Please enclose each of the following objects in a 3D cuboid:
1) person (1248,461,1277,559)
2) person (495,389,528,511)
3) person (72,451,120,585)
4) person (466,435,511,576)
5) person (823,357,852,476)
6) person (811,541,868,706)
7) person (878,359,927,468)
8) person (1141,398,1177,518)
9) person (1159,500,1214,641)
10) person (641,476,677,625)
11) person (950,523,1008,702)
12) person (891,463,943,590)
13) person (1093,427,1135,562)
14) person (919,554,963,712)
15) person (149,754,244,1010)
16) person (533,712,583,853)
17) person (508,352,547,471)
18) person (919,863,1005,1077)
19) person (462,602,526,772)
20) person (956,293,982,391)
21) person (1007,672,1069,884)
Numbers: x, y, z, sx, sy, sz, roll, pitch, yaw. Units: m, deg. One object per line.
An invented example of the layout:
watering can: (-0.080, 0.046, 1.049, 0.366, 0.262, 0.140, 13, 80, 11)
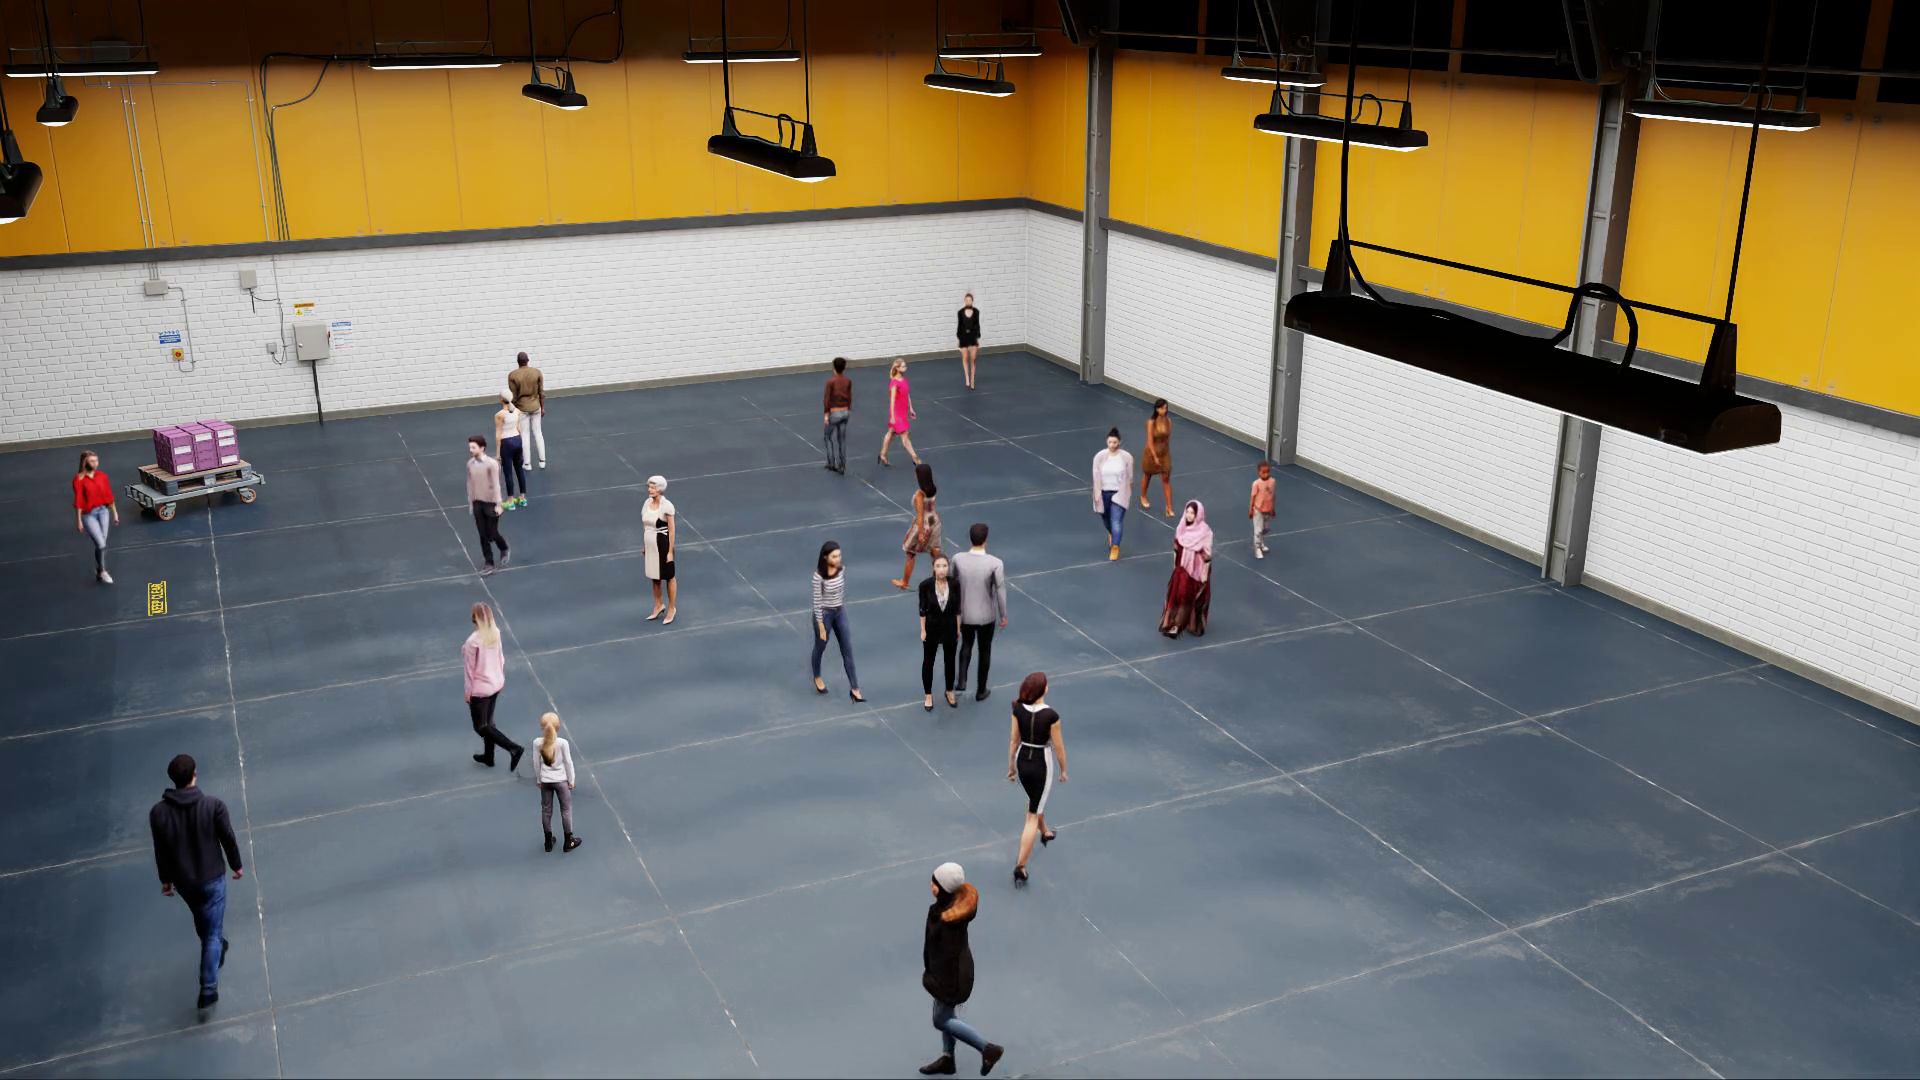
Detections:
person: (3.903, -0.422, 21.549, 0.590, 1.289, 0.761, -5, 19, -16)
person: (-6.331, -1.291, 23.482, 0.696, 1.703, 0.684, 13, 22, 33)
person: (-10.716, -0.285, 20.514, 0.803, 1.690, 0.764, 10, 21, 28)
person: (-5.895, -0.456, 20.859, 0.866, 1.795, 0.922, 7, 20, 21)
person: (-1.780, -1.835, 25.018, 0.740, 1.753, 0.733, -14, 23, -35)
person: (-1.400, 0.828, 17.127, 1.154, 1.742, 0.849, 17, 25, 41)
person: (-1.013, -1.919, 25.375, 1.084, 1.684, 1.022, 7, 20, 19)
person: (2.684, -1.153, 23.174, 0.587, 1.637, 1.049, -7, 20, -21)
person: (2.661, 0.309, 18.839, 1.056, 1.634, 1.040, 11, 22, 30)
person: (-3.474, 0.099, 19.271, 0.642, 1.756, 0.761, 13, 22, 33)
person: (0.149, 0.775, 17.015, 0.894, 1.914, 0.955, 6, 20, 18)
person: (-0.336, -0.108, 20.104, 1.066, 1.616, 0.955, 10, 21, 28)
person: (1.997, -0.630, 21.514, 1.067, 1.705, 1.165, 4, 19, 13)
person: (-0.201, 0.924, 16.967, 0.637, 1.662, 0.609, -5, 19, -14)
person: (-5.516, 2.492, 12.020, 0.888, 1.848, 1.293, -4, 19, -11)
person: (-3.468, 2.058, 14.203, 0.579, 1.277, 0.622, 2, 19, 7)
person: (-6.574, -1.977, 25.328, 0.722, 1.825, 0.579, -10, 21, -26)
person: (0.006, 2.903, 11.149, 0.863, 1.625, 0.859, 0, 19, 1)
person: (-4.377, 1.402, 15.536, 1.016, 1.669, 0.934, 8, 20, 23)
person: (0.160, -3.650, 30.413, 0.793, 1.749, 0.907, 1, 19, 2)
person: (0.585, 1.986, 13.677, 1.139, 1.749, 1.119, 9, 21, 26)
